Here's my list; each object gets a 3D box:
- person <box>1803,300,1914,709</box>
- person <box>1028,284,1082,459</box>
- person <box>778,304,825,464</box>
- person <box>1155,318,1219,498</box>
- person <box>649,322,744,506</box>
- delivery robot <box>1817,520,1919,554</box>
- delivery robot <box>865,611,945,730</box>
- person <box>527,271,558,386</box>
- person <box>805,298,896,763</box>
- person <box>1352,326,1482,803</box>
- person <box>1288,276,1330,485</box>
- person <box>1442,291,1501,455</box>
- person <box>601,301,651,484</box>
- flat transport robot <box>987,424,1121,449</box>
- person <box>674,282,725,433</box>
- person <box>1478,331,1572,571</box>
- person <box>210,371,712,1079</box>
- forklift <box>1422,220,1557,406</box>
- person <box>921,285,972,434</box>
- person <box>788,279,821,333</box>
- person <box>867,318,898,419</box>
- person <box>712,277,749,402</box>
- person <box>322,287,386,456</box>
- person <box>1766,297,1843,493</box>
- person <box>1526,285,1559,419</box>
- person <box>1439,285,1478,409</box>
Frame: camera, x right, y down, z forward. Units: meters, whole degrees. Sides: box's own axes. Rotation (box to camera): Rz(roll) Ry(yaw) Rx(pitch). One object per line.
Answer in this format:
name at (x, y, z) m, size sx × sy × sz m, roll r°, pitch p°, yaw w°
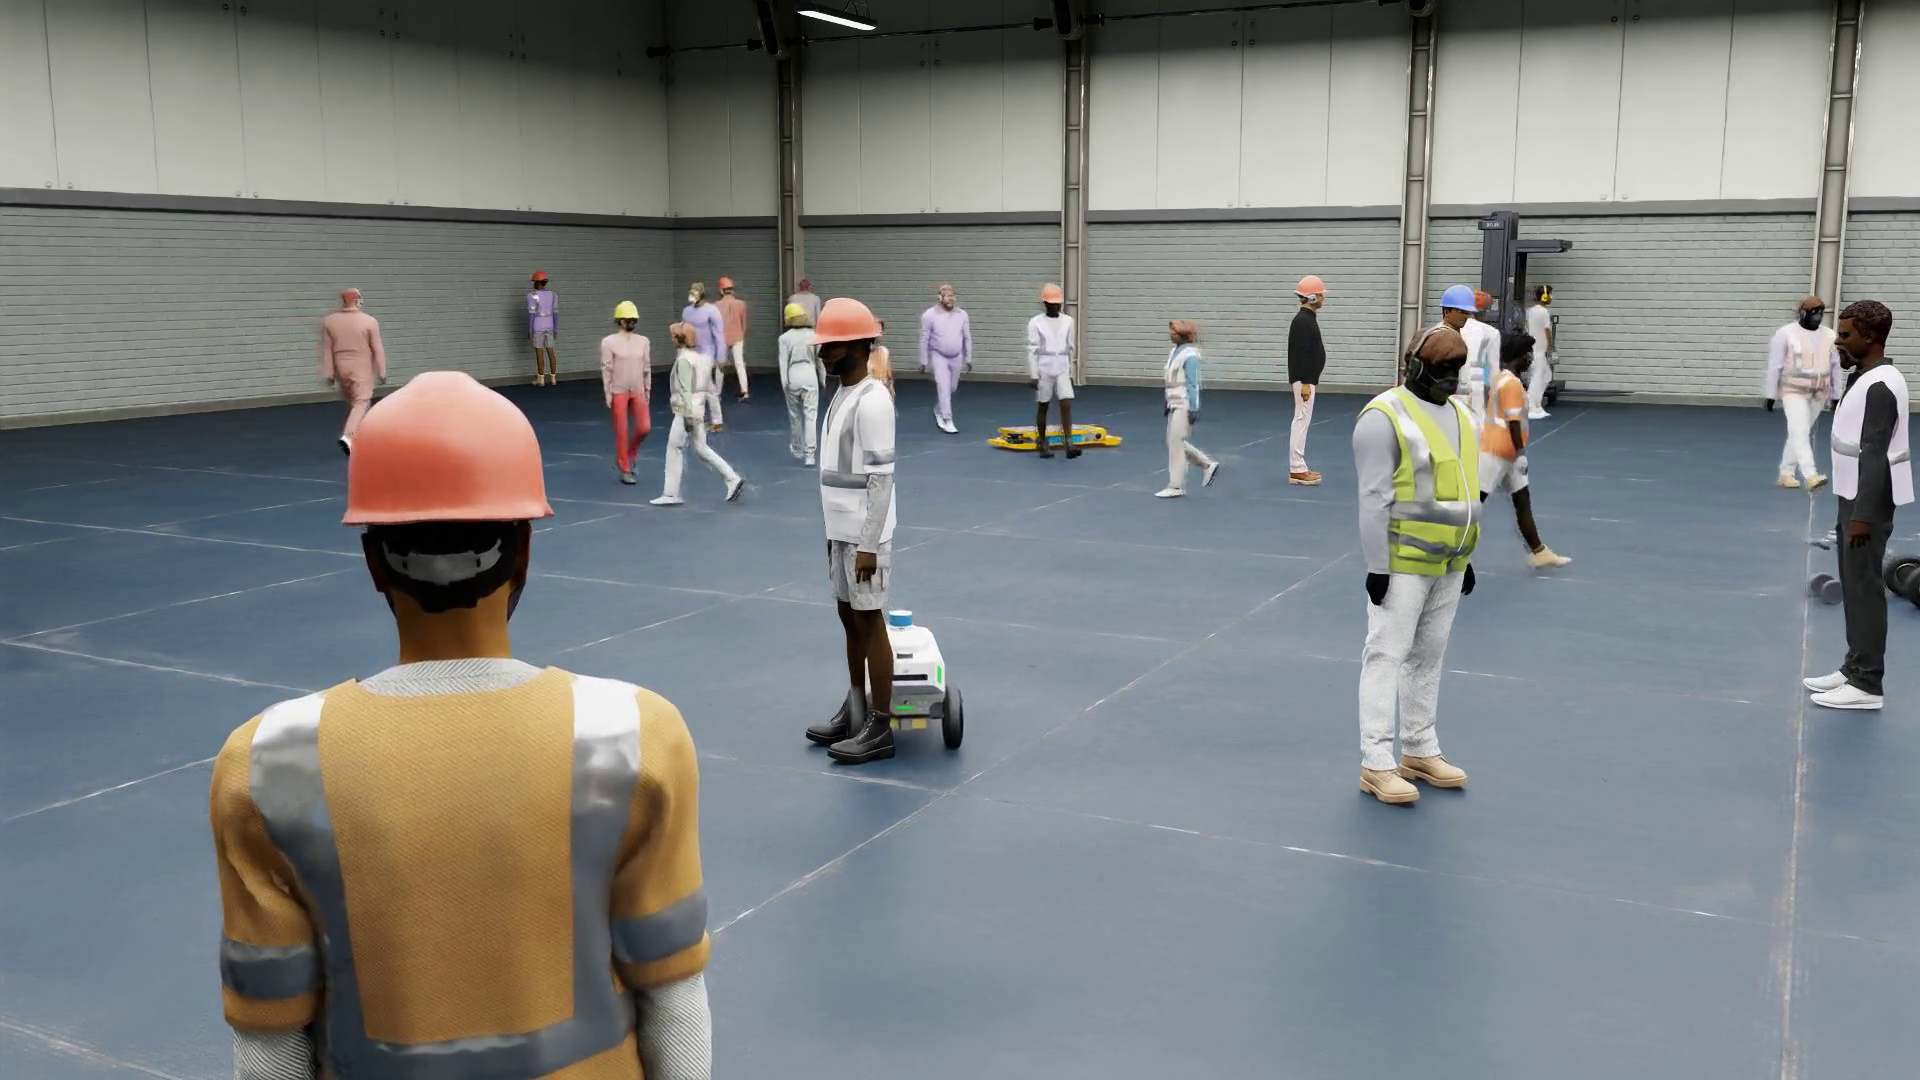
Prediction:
person at (4.291, -0.171, 7.881) m, size 0.377 × 1.914 × 0.588 m, roll 3°, pitch 10°, yaw 20°
person at (1.036, -1.804, 18.001) m, size 0.556 × 1.890 × 0.939 m, roll -2°, pitch 10°, yaw -15°
person at (-1.690, -1.674, 17.785) m, size 0.526 × 1.679 × 0.880 m, roll -2°, pitch 9°, yaw -12°
person at (2.065, -1.198, 15.074) m, size 0.550 × 1.620 × 0.520 m, roll -1°, pitch 9°, yaw -9°
person at (-2.313, -1.106, 14.573) m, size 0.768 × 1.613 × 0.526 m, roll 0°, pitch 9°, yaw 2°
delivery robot at (5.736, -0.050, 10.336) m, size 0.698 × 0.223 × 0.335 m, roll 2°, pitch 9°, yaw 13°
delivery robot at (-0.262, 0.557, 7.392) m, size 0.477 × 0.478 × 0.707 m, roll -1°, pitch 9°, yaw -6°
person at (-7.475, -3.783, 29.733) m, size 0.371 × 2.044 × 0.615 m, roll 8°, pitch 12°, yaw 41°
person at (-0.460, -0.045, 7.018) m, size 0.369 × 1.935 × 0.545 m, roll -4°, pitch 10°, yaw -21°
person at (1.809, 0.087, 6.518) m, size 0.620 × 1.837 × 0.429 m, roll -7°, pitch 12°, yaw -37°
person at (3.365, -1.552, 16.122) m, size 0.382 × 1.994 × 0.623 m, roll 2°, pitch 9°, yaw 13°
person at (4.708, -1.377, 15.525) m, size 0.630 × 1.850 × 0.430 m, roll 3°, pitch 10°, yaw 16°
person at (-3.221, -1.425, 16.071) m, size 0.523 × 1.758 × 0.409 m, roll -7°, pitch 11°, yaw -36°
flat transport robot at (1.104, -1.216, 19.491) m, size 1.431 × 0.197 × 0.652 m, roll -4°, pitch 10°, yaw -25°
person at (-3.328, -2.275, 20.878) m, size 0.630 × 1.893 × 0.973 m, roll 8°, pitch 13°, yaw 42°
person at (3.703, -0.604, 11.373) m, size 0.917 × 1.641 × 0.536 m, roll 3°, pitch 10°, yaw 20°
person at (-0.570, 0.768, 2.008) m, size 0.542 × 1.936 × 0.364 m, roll -2°, pitch 9°, yaw -13°
forklift at (8.245, -3.527, 25.720) m, size 1.873 × 2.768 × 1.129 m, roll 5°, pitch 10°, yaw 27°
person at (-0.199, -2.336, 21.349) m, size 0.665 × 1.881 × 0.900 m, roll -5°, pitch 10°, yaw -26°
person at (-2.951, -4.041, 31.795) m, size 0.662 × 1.891 × 0.431 m, roll 1°, pitch 9°, yaw 4°
person at (-0.798, -1.201, 15.102) m, size 0.431 × 1.624 × 0.515 m, roll 6°, pitch 11°, yaw 32°
person at (-3.619, -3.152, 26.172) m, size 0.613 × 1.951 × 1.029 m, roll -5°, pitch 10°, yaw -28°
person at (-6.762, -1.884, 18.569) m, size 0.654 × 1.872 × 0.931 m, roll 1°, pitch 9°, yaw 8°
person at (7.907, -1.344, 15.445) m, size 0.654 × 1.794 × 0.927 m, roll -1°, pitch 9°, yaw -7°
person at (8.113, -2.608, 23.092) m, size 0.579 × 1.851 × 0.524 m, roll 0°, pitch 9°, yaw 3°
person at (3.553, -0.882, 12.159) m, size 0.402 × 1.943 × 0.605 m, roll 6°, pitch 11°, yaw 32°
